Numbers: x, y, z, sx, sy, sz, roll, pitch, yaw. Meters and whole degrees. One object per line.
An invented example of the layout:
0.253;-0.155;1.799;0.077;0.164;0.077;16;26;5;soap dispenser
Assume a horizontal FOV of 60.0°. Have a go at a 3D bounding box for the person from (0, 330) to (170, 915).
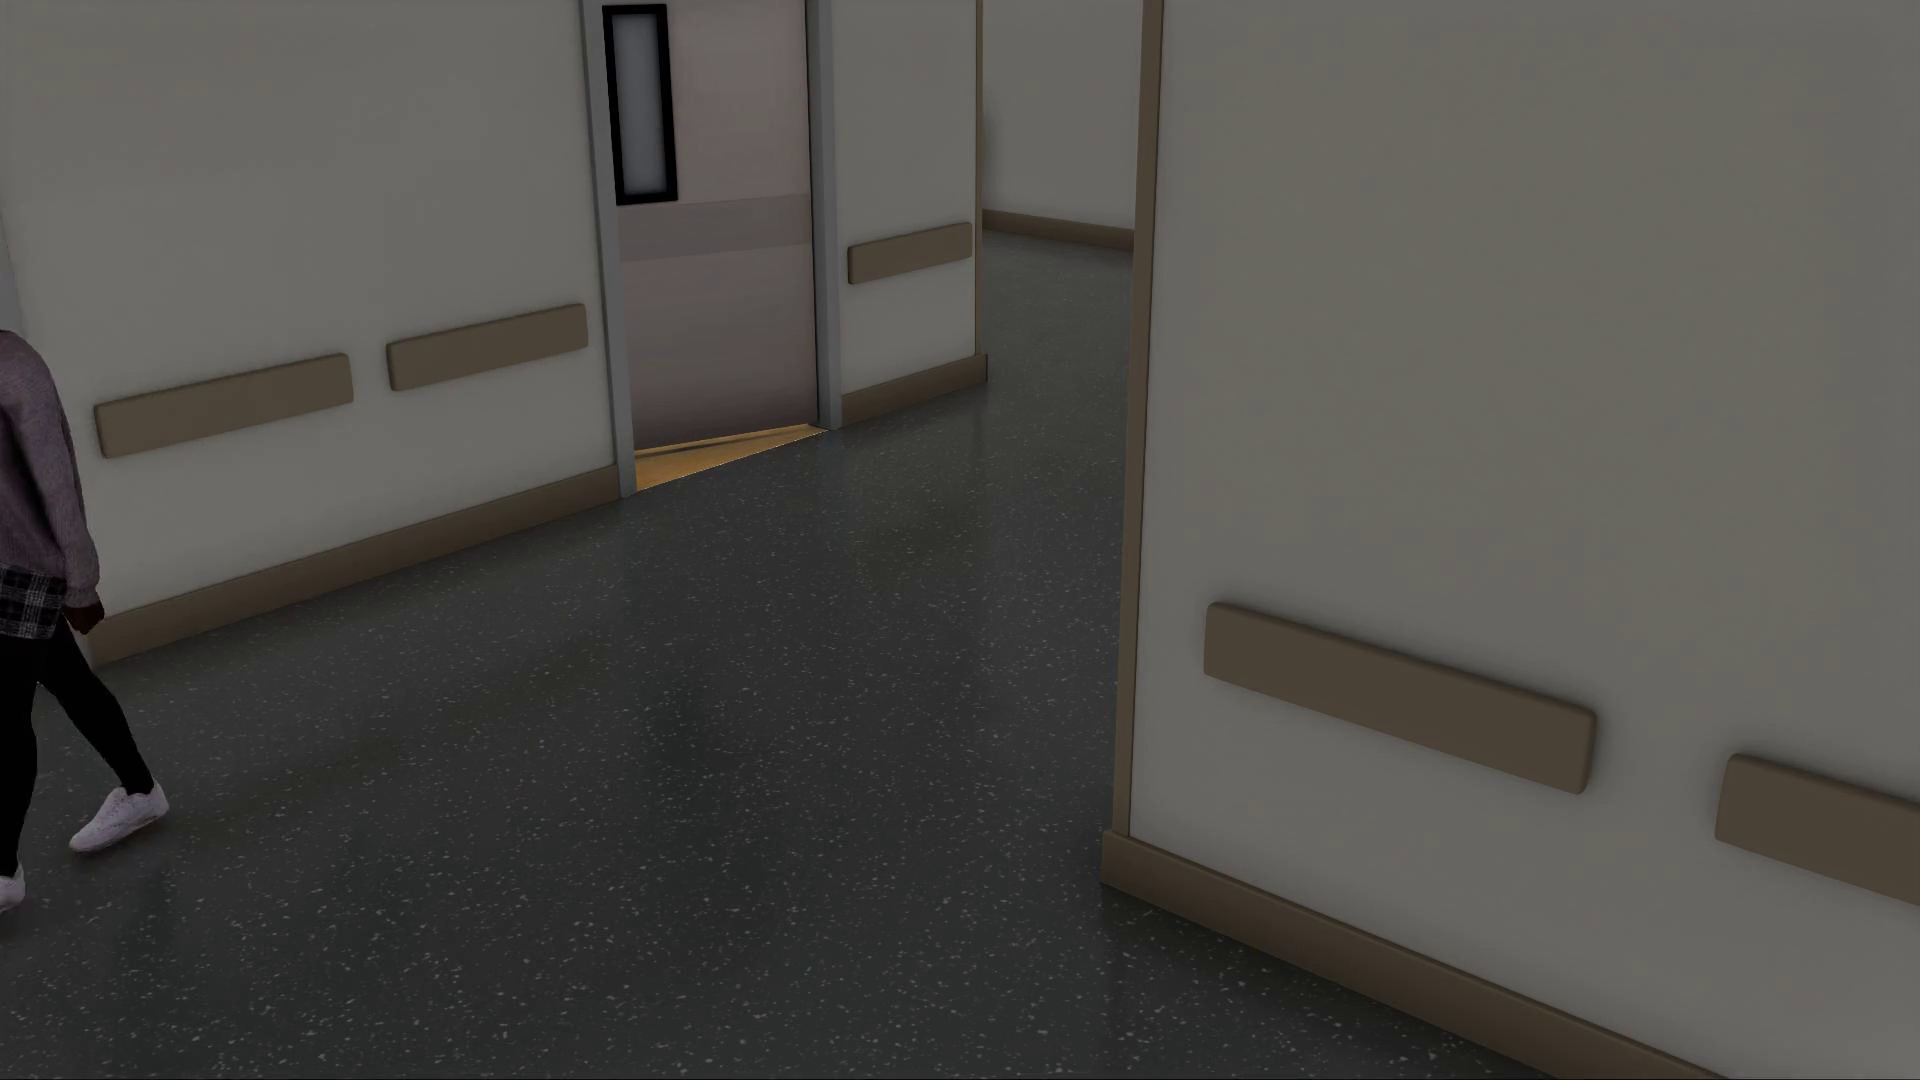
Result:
-2.349;0.050;4.316;0.734;1.743;1.033;13;24;30;person
